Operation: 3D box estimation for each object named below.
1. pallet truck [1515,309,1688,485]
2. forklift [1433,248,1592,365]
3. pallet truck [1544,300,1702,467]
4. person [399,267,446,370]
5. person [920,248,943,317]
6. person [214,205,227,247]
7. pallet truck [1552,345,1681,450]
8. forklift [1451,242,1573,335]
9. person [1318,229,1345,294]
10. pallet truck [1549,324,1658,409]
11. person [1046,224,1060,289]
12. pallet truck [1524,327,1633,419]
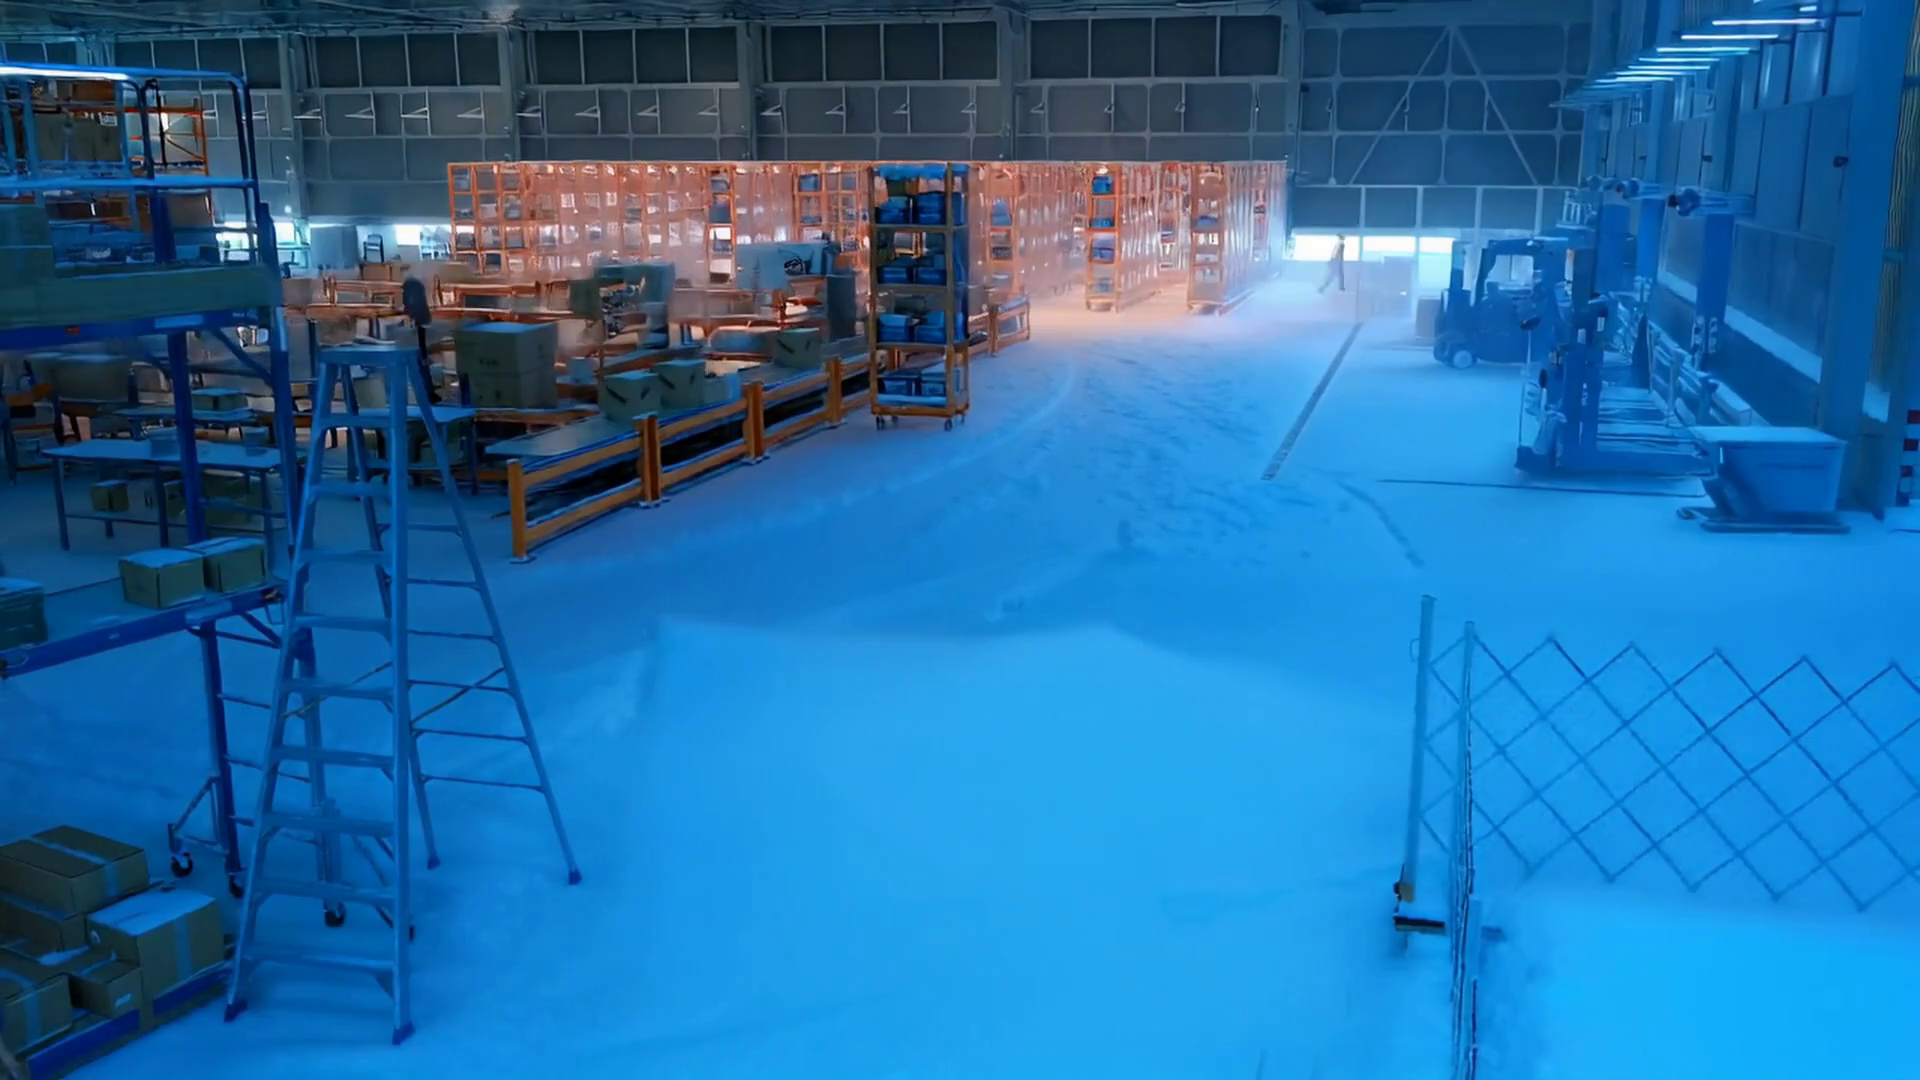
[{"bbox_3d":[7.554,-1.677,19.446,1.885,1.965,0.823,3,13,14],"label":"pallet truck"},{"bbox_3d":[9.780,-4.111,29.280,2.680,1.987,1.157,3,13,14],"label":"forklift"},{"bbox_3d":[8.263,-1.952,20.631,1.885,1.965,0.823,5,14,20],"label":"pallet truck"},{"bbox_3d":[-9.675,-3.908,29.478,1.054,1.816,0.656,4,13,15],"label":"person"},{"bbox_3d":[-0.540,-5.630,37.110,0.864,1.731,0.533,4,14,18],"label":"person"},{"bbox_3d":[-30.683,-13.002,68.907,0.339,1.745,0.561,4,14,15],"label":"person"},{"bbox_3d":[8.641,-1.896,21.908,1.630,1.274,0.653,4,14,16],"label":"pallet truck"},{"bbox_3d":[10.464,-4.597,31.405,2.680,1.987,1.157,4,14,16],"label":"forklift"},{"bbox_3d":[10.211,-7.572,45.317,0.780,1.821,0.578,5,14,20],"label":"person"},{"bbox_3d":[9.824,-2.669,25.407,1.601,1.201,0.680,4,14,16],"label":"pallet truck"},{"bbox_3d":[2.682,-8.167,47.519,0.439,1.980,0.621,10,17,38],"label":"person"},{"bbox_3d":[9.065,-2.460,24.370,1.522,1.261,0.704,3,13,14],"label":"pallet truck"}]
